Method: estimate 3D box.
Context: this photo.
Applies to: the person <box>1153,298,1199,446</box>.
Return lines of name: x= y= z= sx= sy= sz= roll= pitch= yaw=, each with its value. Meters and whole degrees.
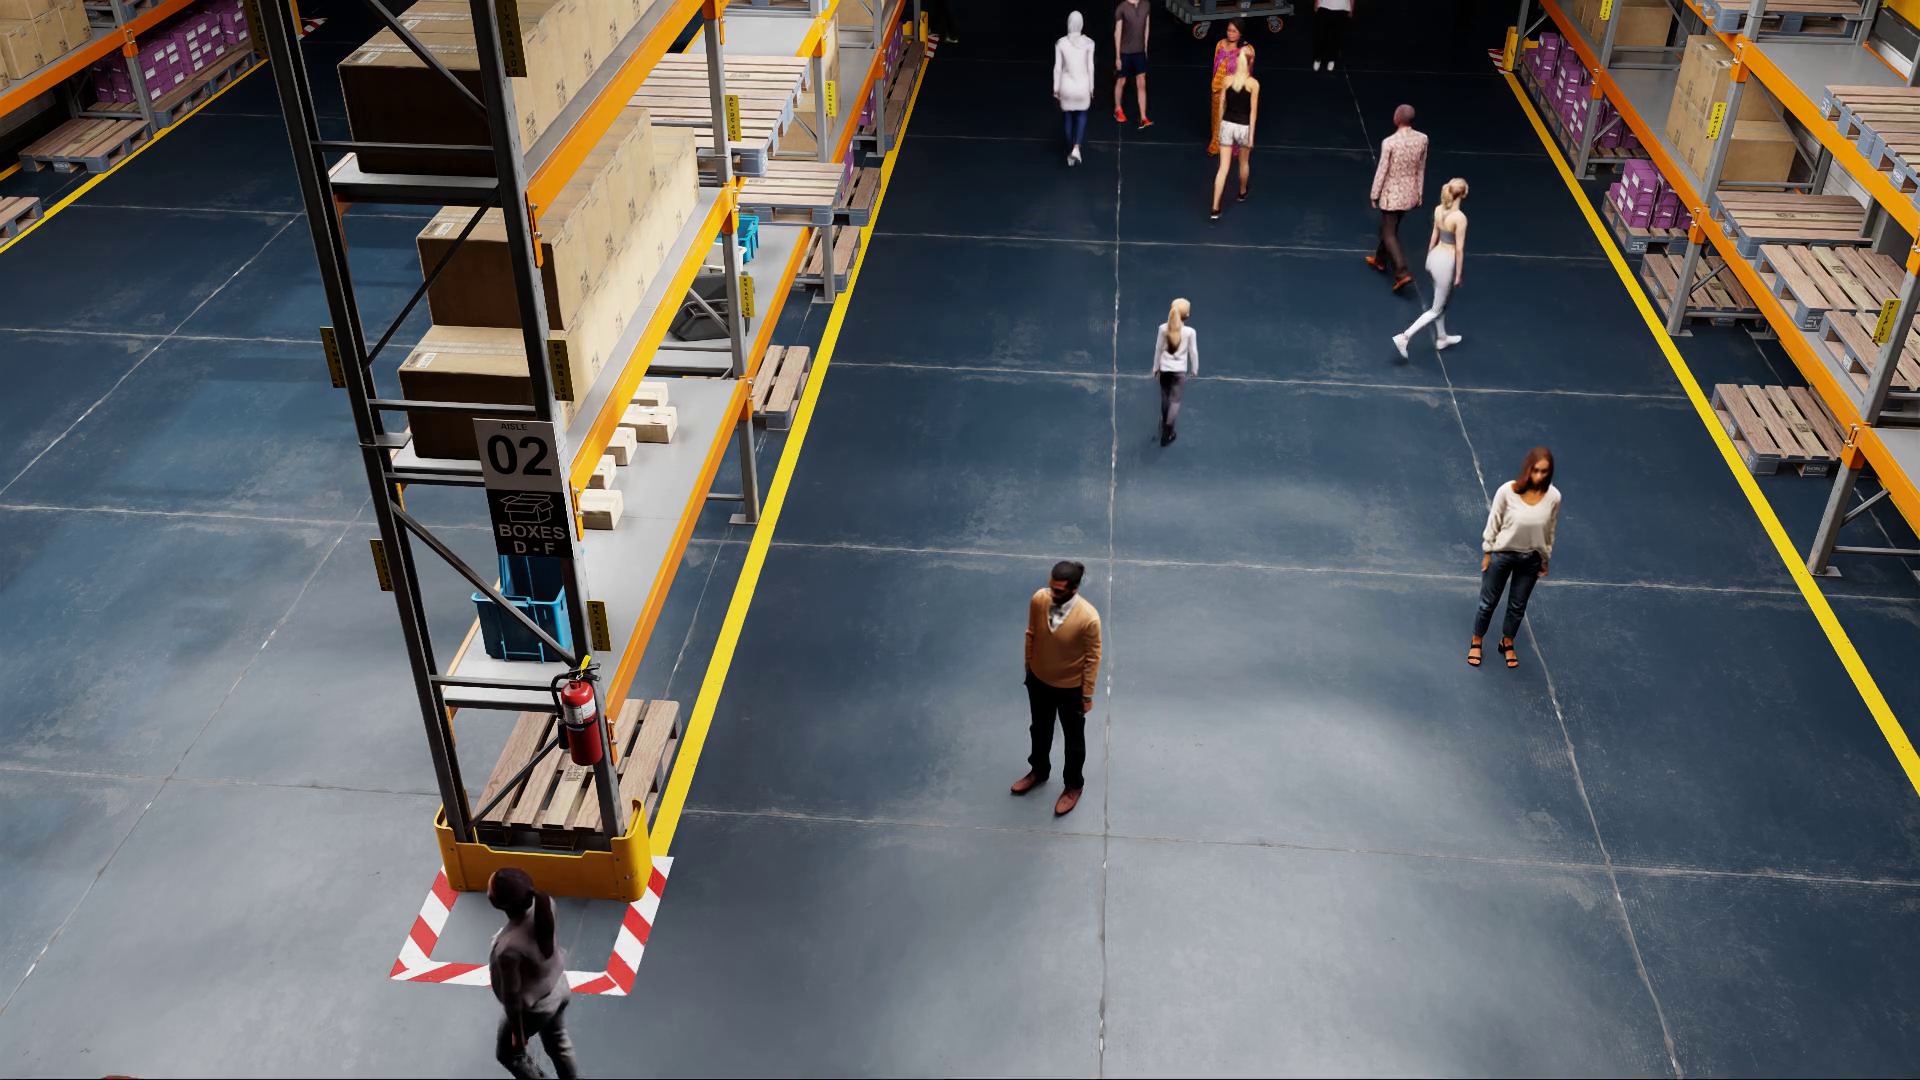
person: x=1.746 y=-1.379 z=13.792 sx=0.650 sy=1.262 sz=0.791 roll=15 pitch=36 yaw=21

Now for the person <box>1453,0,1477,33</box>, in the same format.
person: x=7.217 y=-8.065 z=23.435 sx=0.759 sy=1.724 sz=0.835 roll=-28 pitch=42 yaw=-35

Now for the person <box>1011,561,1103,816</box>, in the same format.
person: x=0.601 y=0.847 z=10.002 sx=0.754 sy=1.752 sz=0.768 roll=22 pitch=39 yaw=29

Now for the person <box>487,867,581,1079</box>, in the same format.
person: x=-1.960 y=2.244 z=7.979 sx=0.754 sy=1.663 sz=0.601 roll=11 pitch=35 yaw=15

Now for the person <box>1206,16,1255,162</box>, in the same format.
person: x=3.130 y=-5.225 z=19.205 sx=0.775 sy=1.676 sz=0.808 roll=19 pitch=38 yaw=26

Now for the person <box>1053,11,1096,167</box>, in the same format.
person: x=1.298 y=-5.093 z=18.920 sx=0.614 sy=1.770 sz=0.677 roll=4 pitch=34 yaw=6

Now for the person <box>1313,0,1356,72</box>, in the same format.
person: x=4.963 y=-7.096 z=22.015 sx=0.716 sy=1.681 sz=0.709 roll=8 pitch=34 yaw=12

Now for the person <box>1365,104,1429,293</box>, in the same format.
person: x=4.308 y=-3.314 z=16.229 sx=1.062 sy=1.787 sz=1.279 roll=-14 pitch=36 yaw=-20

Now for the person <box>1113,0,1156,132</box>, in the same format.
person: x=2.022 y=-5.901 z=20.100 sx=0.999 sy=1.811 sz=1.238 roll=-12 pitch=35 yaw=-17

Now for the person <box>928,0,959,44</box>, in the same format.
person: x=-0.188 y=-7.624 z=22.958 sx=0.836 sy=1.516 sz=0.883 roll=18 pitch=38 yaw=25

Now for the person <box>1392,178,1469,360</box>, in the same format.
person: x=4.287 y=-2.423 z=14.980 sx=0.930 sy=1.687 sz=1.063 roll=-13 pitch=36 yaw=-18

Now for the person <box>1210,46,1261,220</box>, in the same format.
person: x=2.902 y=-4.310 z=17.731 sx=0.920 sy=1.784 sz=1.310 roll=15 pitch=36 yaw=21

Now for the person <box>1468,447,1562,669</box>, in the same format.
person: x=3.733 y=0.107 z=11.177 sx=0.613 sy=1.682 sz=0.532 roll=4 pitch=34 yaw=6
